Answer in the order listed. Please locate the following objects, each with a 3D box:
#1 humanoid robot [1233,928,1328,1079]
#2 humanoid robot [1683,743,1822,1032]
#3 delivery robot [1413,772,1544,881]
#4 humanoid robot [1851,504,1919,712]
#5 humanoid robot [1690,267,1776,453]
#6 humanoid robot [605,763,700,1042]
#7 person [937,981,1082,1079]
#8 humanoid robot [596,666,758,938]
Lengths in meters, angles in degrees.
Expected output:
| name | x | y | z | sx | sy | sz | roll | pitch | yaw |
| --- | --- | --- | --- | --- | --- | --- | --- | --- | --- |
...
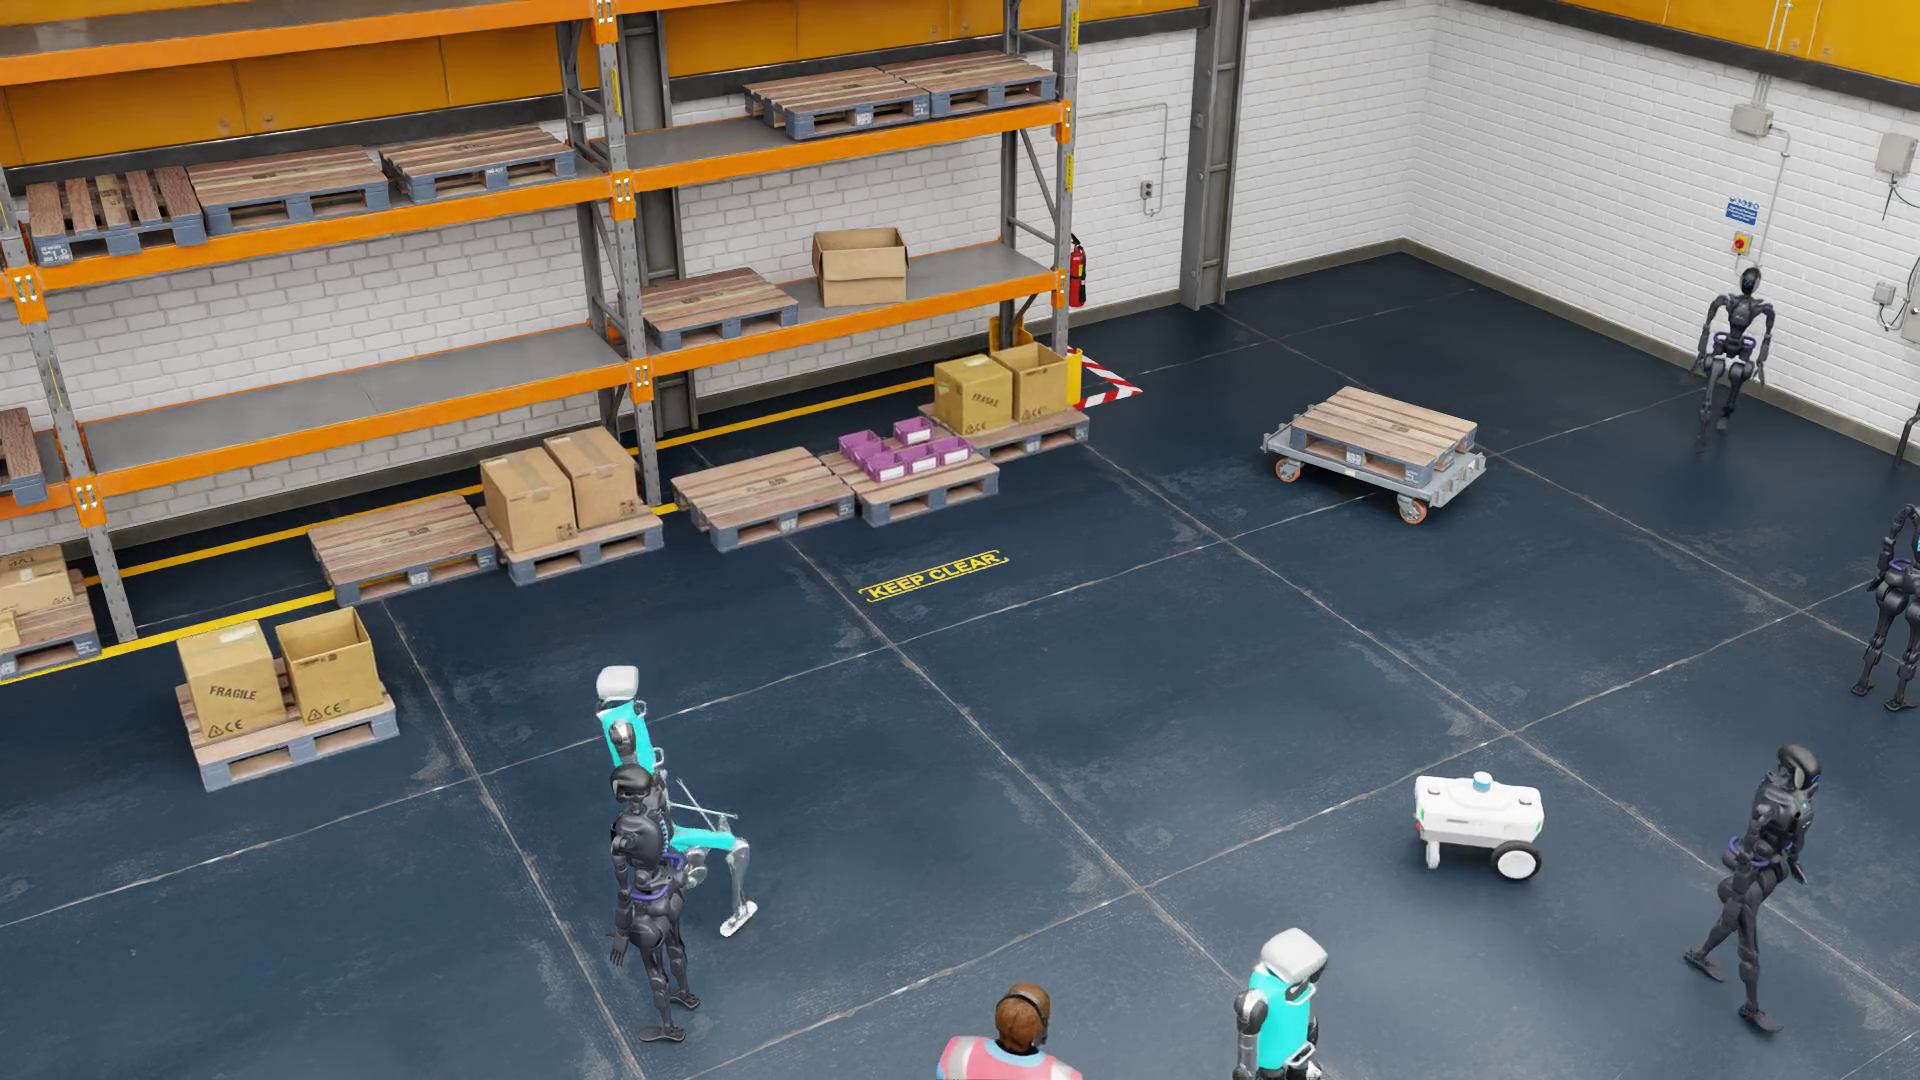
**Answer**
| name | x | y | z | sx | sy | sz | roll | pitch | yaw |
| --- | --- | --- | --- | --- | --- | --- | --- | --- | --- |
| humanoid robot | 1.509 | 2.531 | 7.080 | 0.739 | 1.866 | 0.542 | 26 | 39 | 38 |
| humanoid robot | 4.158 | 1.721 | 8.514 | 0.596 | 1.638 | 0.660 | -19 | 35 | -30 |
| delivery robot | 3.065 | 1.647 | 9.780 | 0.777 | 0.606 | 0.517 | 5 | 30 | 9 |
| humanoid robot | 6.276 | 0.328 | 10.947 | 0.315 | 1.657 | 0.599 | -17 | 34 | -27 |
| humanoid robot | 6.698 | -1.600 | 14.422 | 0.603 | 1.650 | 0.725 | 14 | 32 | 23 |
| humanoid robot | -1.556 | 1.808 | 8.329 | 0.315 | 1.657 | 0.599 | 8 | 30 | 14 |
| person | 0.219 | 2.564 | 6.855 | 0.629 | 1.834 | 0.434 | 10 | 31 | 17 |
| humanoid robot | -1.421 | 1.449 | 8.948 | 0.989 | 1.753 | 0.561 | -1 | 29 | -2 |
